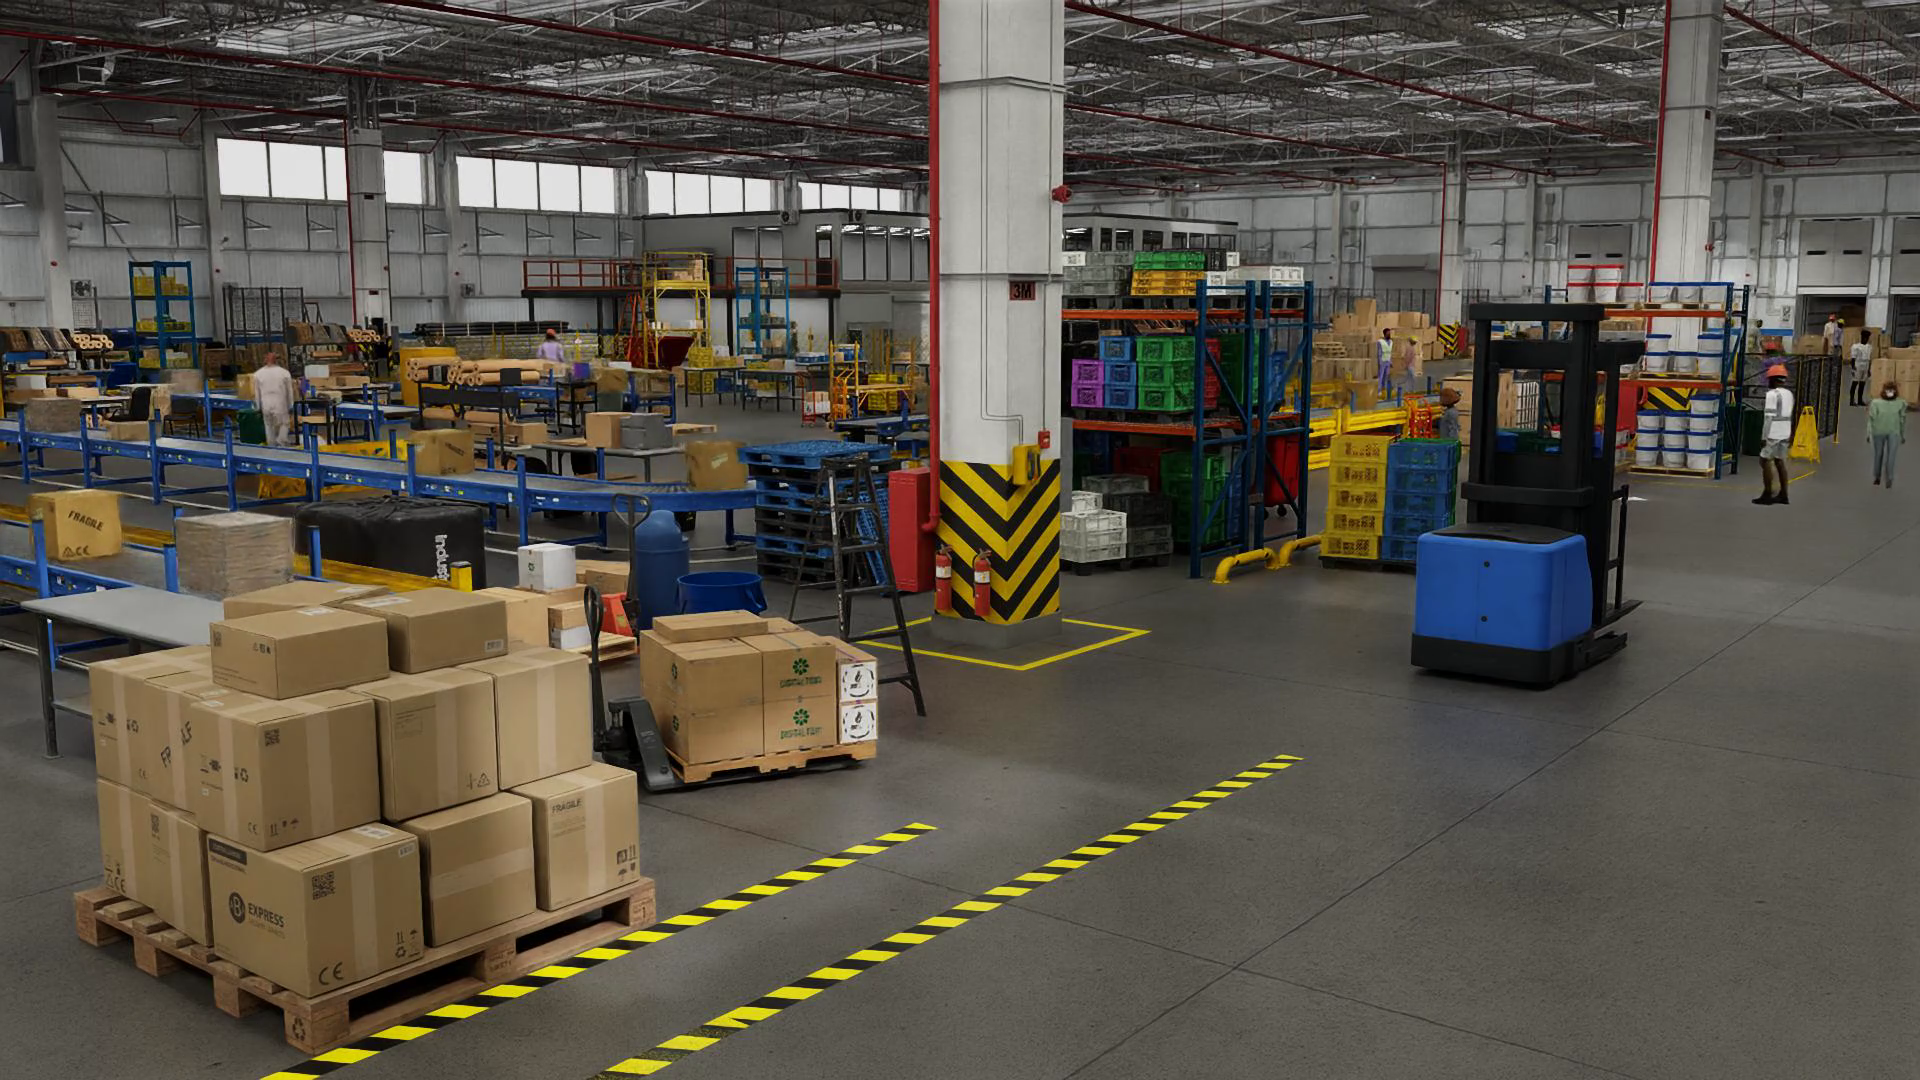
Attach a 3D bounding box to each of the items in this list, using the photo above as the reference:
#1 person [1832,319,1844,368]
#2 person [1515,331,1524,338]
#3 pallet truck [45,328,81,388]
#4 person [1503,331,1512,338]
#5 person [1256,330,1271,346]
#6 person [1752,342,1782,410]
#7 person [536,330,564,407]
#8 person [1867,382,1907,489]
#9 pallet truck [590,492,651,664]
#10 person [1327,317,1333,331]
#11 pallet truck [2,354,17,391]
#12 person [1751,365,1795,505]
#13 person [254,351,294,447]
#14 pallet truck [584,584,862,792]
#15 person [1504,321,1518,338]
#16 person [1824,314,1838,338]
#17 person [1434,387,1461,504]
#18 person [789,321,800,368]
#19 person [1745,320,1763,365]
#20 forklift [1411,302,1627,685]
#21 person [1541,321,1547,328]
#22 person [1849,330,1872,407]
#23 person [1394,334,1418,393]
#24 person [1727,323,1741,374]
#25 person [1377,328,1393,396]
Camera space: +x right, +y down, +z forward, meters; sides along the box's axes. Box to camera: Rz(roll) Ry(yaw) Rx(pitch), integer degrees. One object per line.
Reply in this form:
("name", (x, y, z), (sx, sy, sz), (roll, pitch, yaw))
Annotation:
("person", (34.017, -7.610, 64.428), (0.374, 1.919, 0.585), (7, 11, 41))
("person", (15.427, -4.818, 45.835), (0.439, 1.850, 0.553), (6, 11, 37))
("pallet truck", (-23.775, -4.544, 43.495), (1.885, 1.965, 0.823), (6, 10, 35))
("person", (16.947, -5.619, 51.588), (0.298, 1.745, 0.484), (0, 8, 2))
("person", (12.518, -8.197, 68.507), (0.564, 1.891, 0.989), (3, 9, 21))
("person", (17.099, -3.240, 35.117), (0.539, 1.892, 1.009), (-3, 9, -22))
("person", (-10.326, -4.272, 41.738), (0.747, 1.972, 1.059), (-3, 9, -17))
("person", (13.842, -1.576, 24.858), (0.520, 1.588, 0.867), (4, 10, 27))
("pallet truck", (-3.115, 0.344, 12.883), (0.653, 1.274, 1.630), (7, 11, 37))
("person", (16.147, -8.790, 72.494), (0.337, 1.882, 0.585), (1, 9, 9))
("pallet truck", (-24.881, -4.417, 42.634), (1.885, 1.965, 0.823), (8, 11, 41))
("person", (11.191, -1.440, 22.837), (0.549, 1.918, 0.426), (-5, 10, -33))
("person", (-12.017, -2.364, 29.166), (0.654, 1.889, 0.443), (-1, 9, -9))
("pallet truck", (-1.426, 0.805, 10.019), (1.601, 1.201, 0.680), (-4, 9, -26))
("person", (25.106, -9.316, 75.822), (0.605, 1.951, 0.383), (3, 9, 18))
("person", (37.687, -8.755, 71.900), (0.612, 1.991, 0.392), (5, 10, 32))
("person", (6.594, -1.243, 22.464), (0.283, 1.633, 0.498), (2, 9, 12))
("person", (-6.398, -7.527, 64.173), (0.406, 1.828, 0.538), (5, 10, 33))
("person", (32.298, -8.009, 67.436), (0.938, 1.834, 0.534), (4, 9, 26))
("forklift", (4.379, -0.438, 12.852), (1.129, 2.768, 1.873), (7, 11, 37))
("person", (24.264, -8.255, 69.204), (0.435, 1.802, 0.720), (5, 10, 28))
("person", (23.027, -4.374, 42.483), (0.603, 1.957, 0.376), (-3, 9, -17))
("person", (12.721, -4.969, 47.235), (0.735, 1.742, 0.523), (6, 10, 33))
("person", (26.747, -6.615, 57.836), (0.651, 1.884, 1.012), (-7, 11, -41))
("person", (11.982, -5.019, 46.957), (0.587, 1.920, 0.393), (-7, 11, -38))
